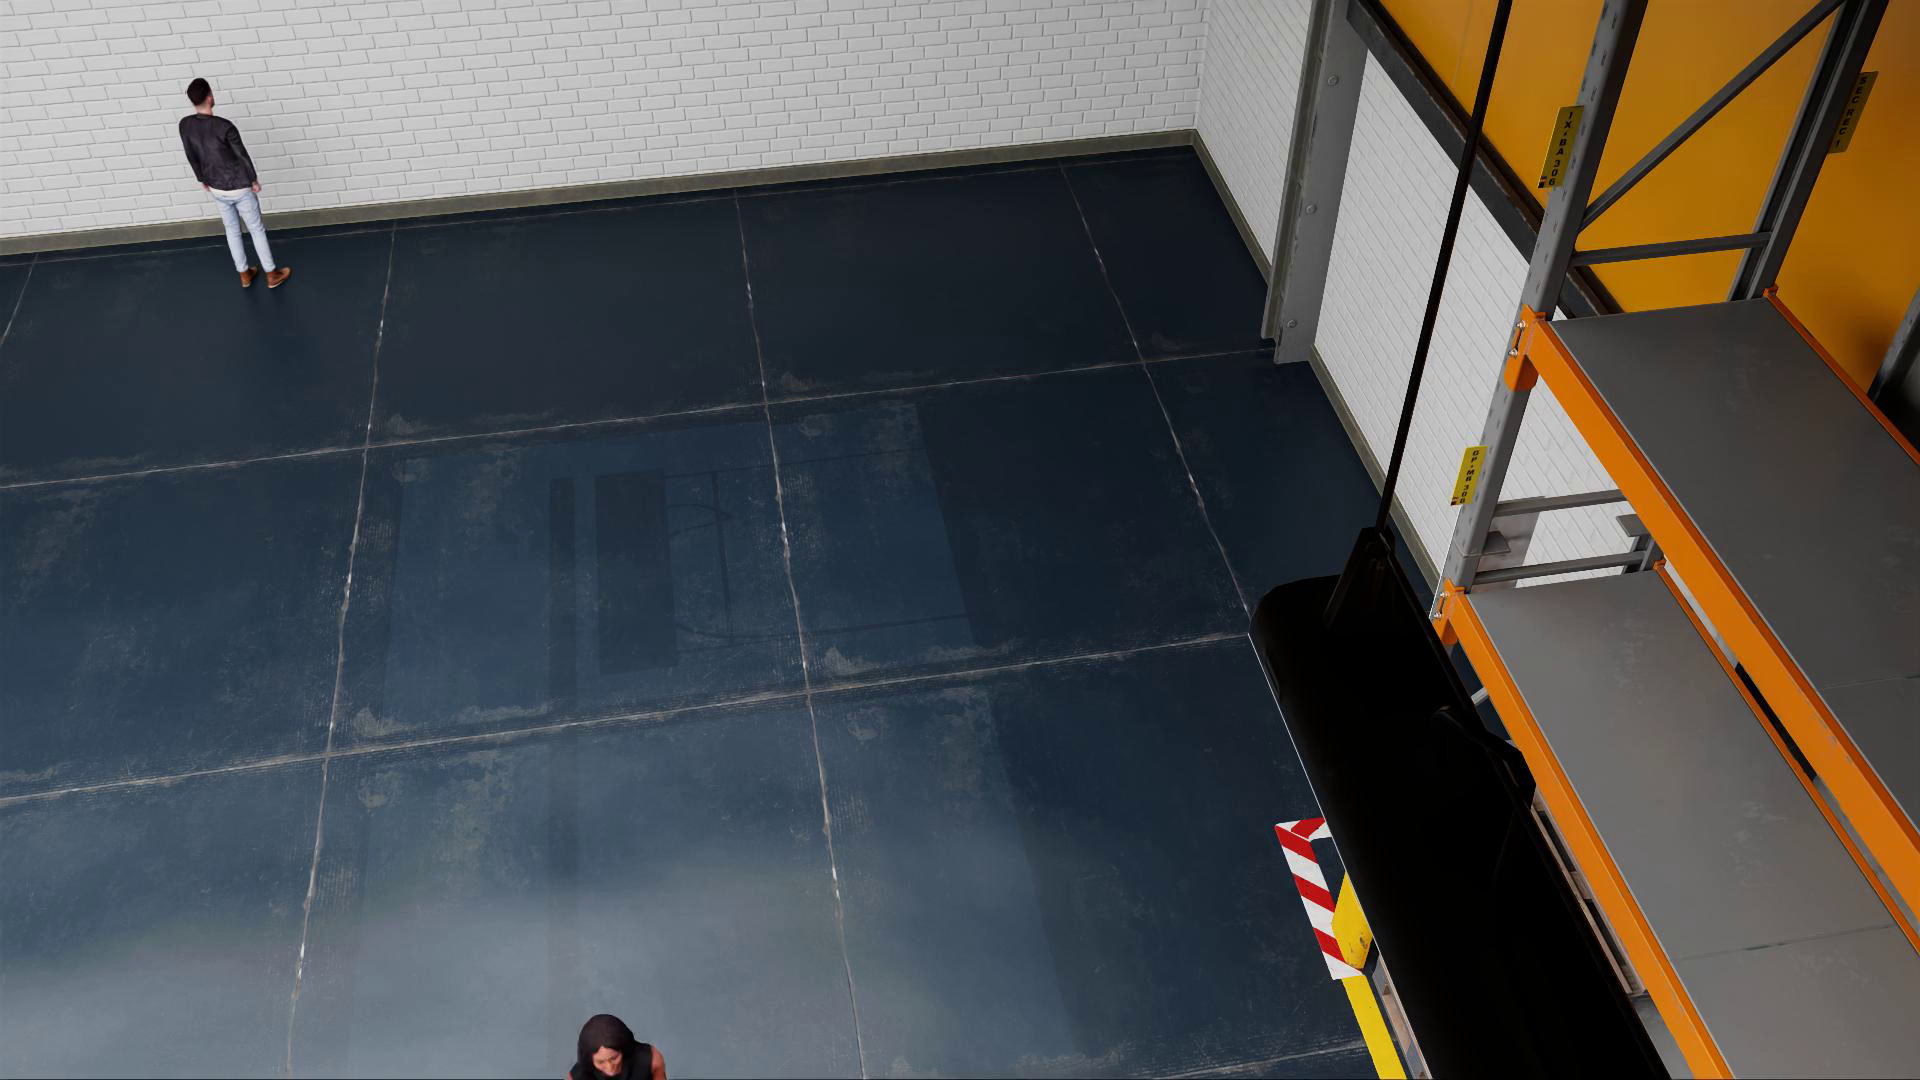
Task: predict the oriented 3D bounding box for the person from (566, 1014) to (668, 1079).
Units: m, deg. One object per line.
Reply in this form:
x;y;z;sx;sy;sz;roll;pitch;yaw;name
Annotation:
-1.535;2.648;7.706;0.684;1.725;0.991;-13;45;-14;person

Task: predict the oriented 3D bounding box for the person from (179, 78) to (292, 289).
-5.885;-2.853;13.400;0.713;1.836;0.641;5;44;5;person
